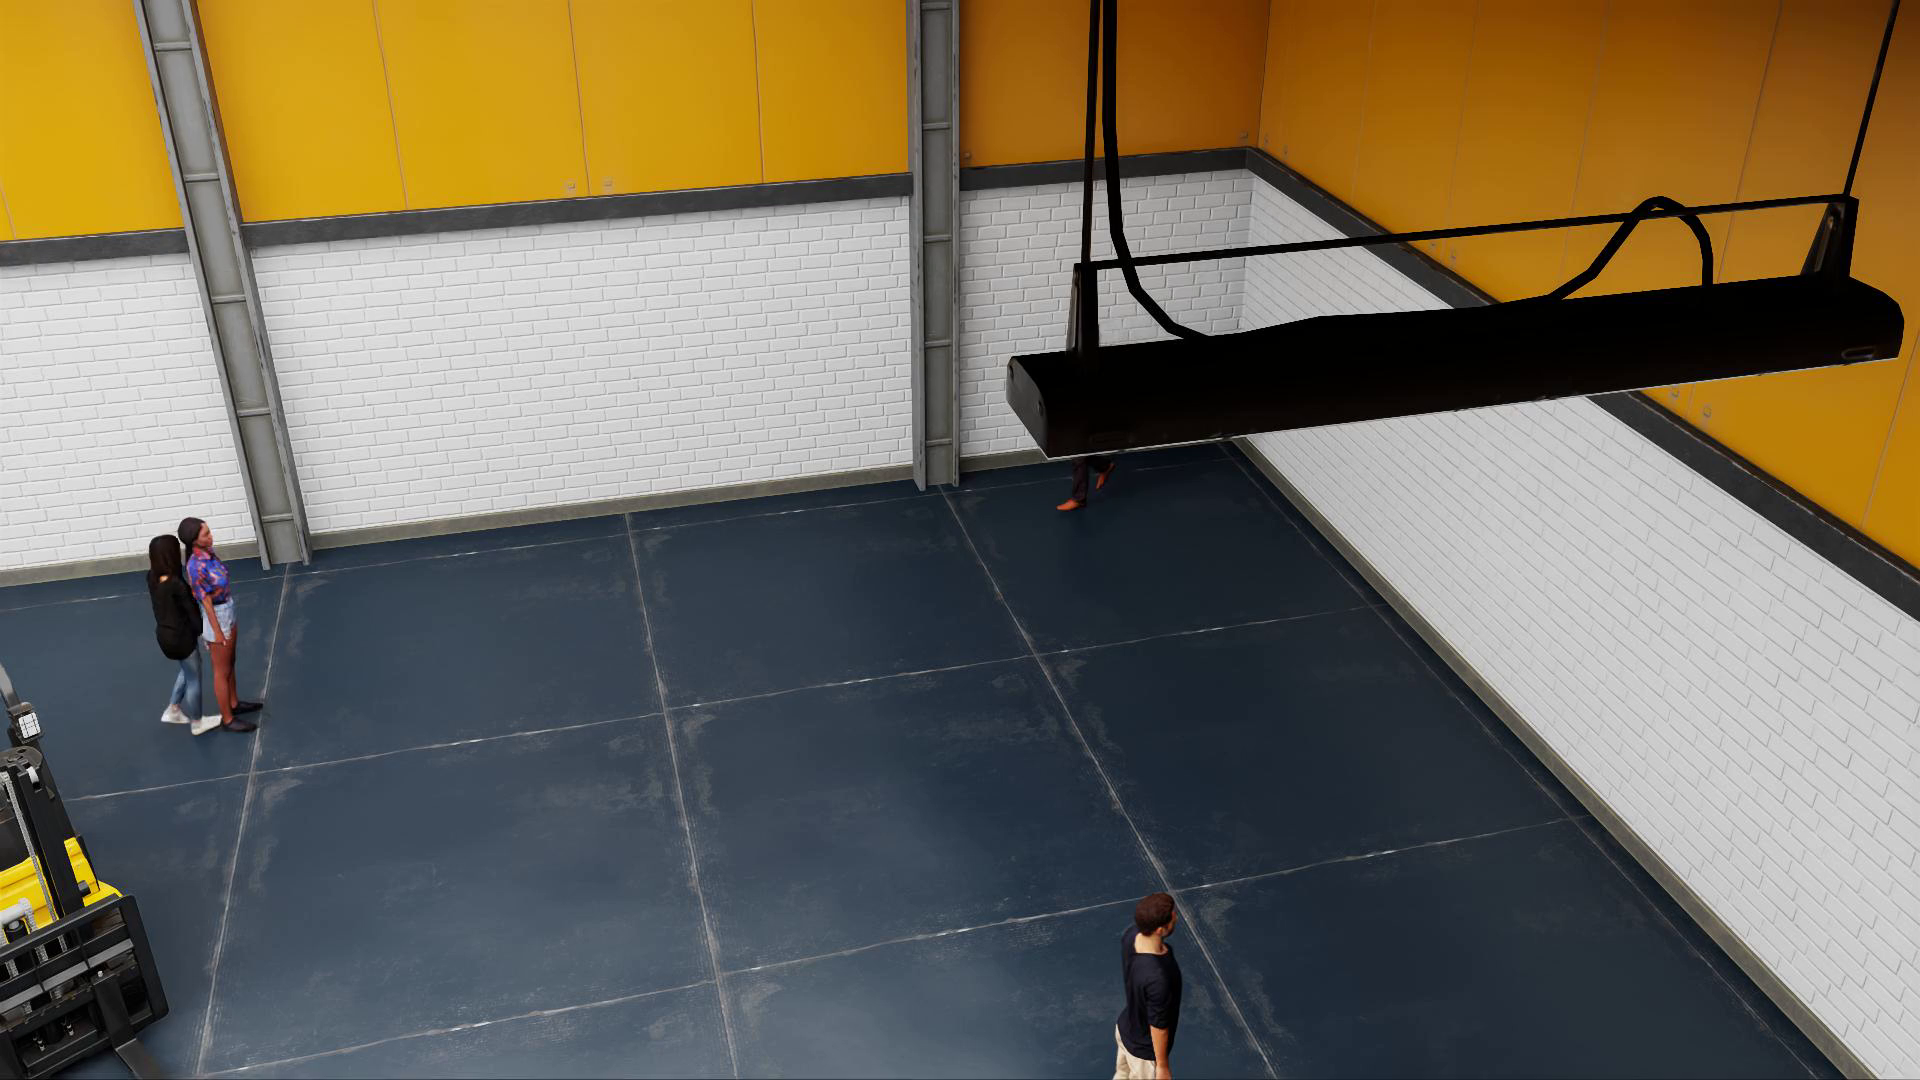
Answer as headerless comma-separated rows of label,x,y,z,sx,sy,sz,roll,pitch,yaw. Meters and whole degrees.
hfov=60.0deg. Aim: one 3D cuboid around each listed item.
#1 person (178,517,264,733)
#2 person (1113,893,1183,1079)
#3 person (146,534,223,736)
person,-5.494,0.606,12.303,0.521,1.743,0.597,-6,29,-10
person,0.943,2.571,8.588,0.551,1.851,0.638,-6,29,-11
person,-5.778,0.737,12.178,0.726,1.633,0.790,19,34,31
